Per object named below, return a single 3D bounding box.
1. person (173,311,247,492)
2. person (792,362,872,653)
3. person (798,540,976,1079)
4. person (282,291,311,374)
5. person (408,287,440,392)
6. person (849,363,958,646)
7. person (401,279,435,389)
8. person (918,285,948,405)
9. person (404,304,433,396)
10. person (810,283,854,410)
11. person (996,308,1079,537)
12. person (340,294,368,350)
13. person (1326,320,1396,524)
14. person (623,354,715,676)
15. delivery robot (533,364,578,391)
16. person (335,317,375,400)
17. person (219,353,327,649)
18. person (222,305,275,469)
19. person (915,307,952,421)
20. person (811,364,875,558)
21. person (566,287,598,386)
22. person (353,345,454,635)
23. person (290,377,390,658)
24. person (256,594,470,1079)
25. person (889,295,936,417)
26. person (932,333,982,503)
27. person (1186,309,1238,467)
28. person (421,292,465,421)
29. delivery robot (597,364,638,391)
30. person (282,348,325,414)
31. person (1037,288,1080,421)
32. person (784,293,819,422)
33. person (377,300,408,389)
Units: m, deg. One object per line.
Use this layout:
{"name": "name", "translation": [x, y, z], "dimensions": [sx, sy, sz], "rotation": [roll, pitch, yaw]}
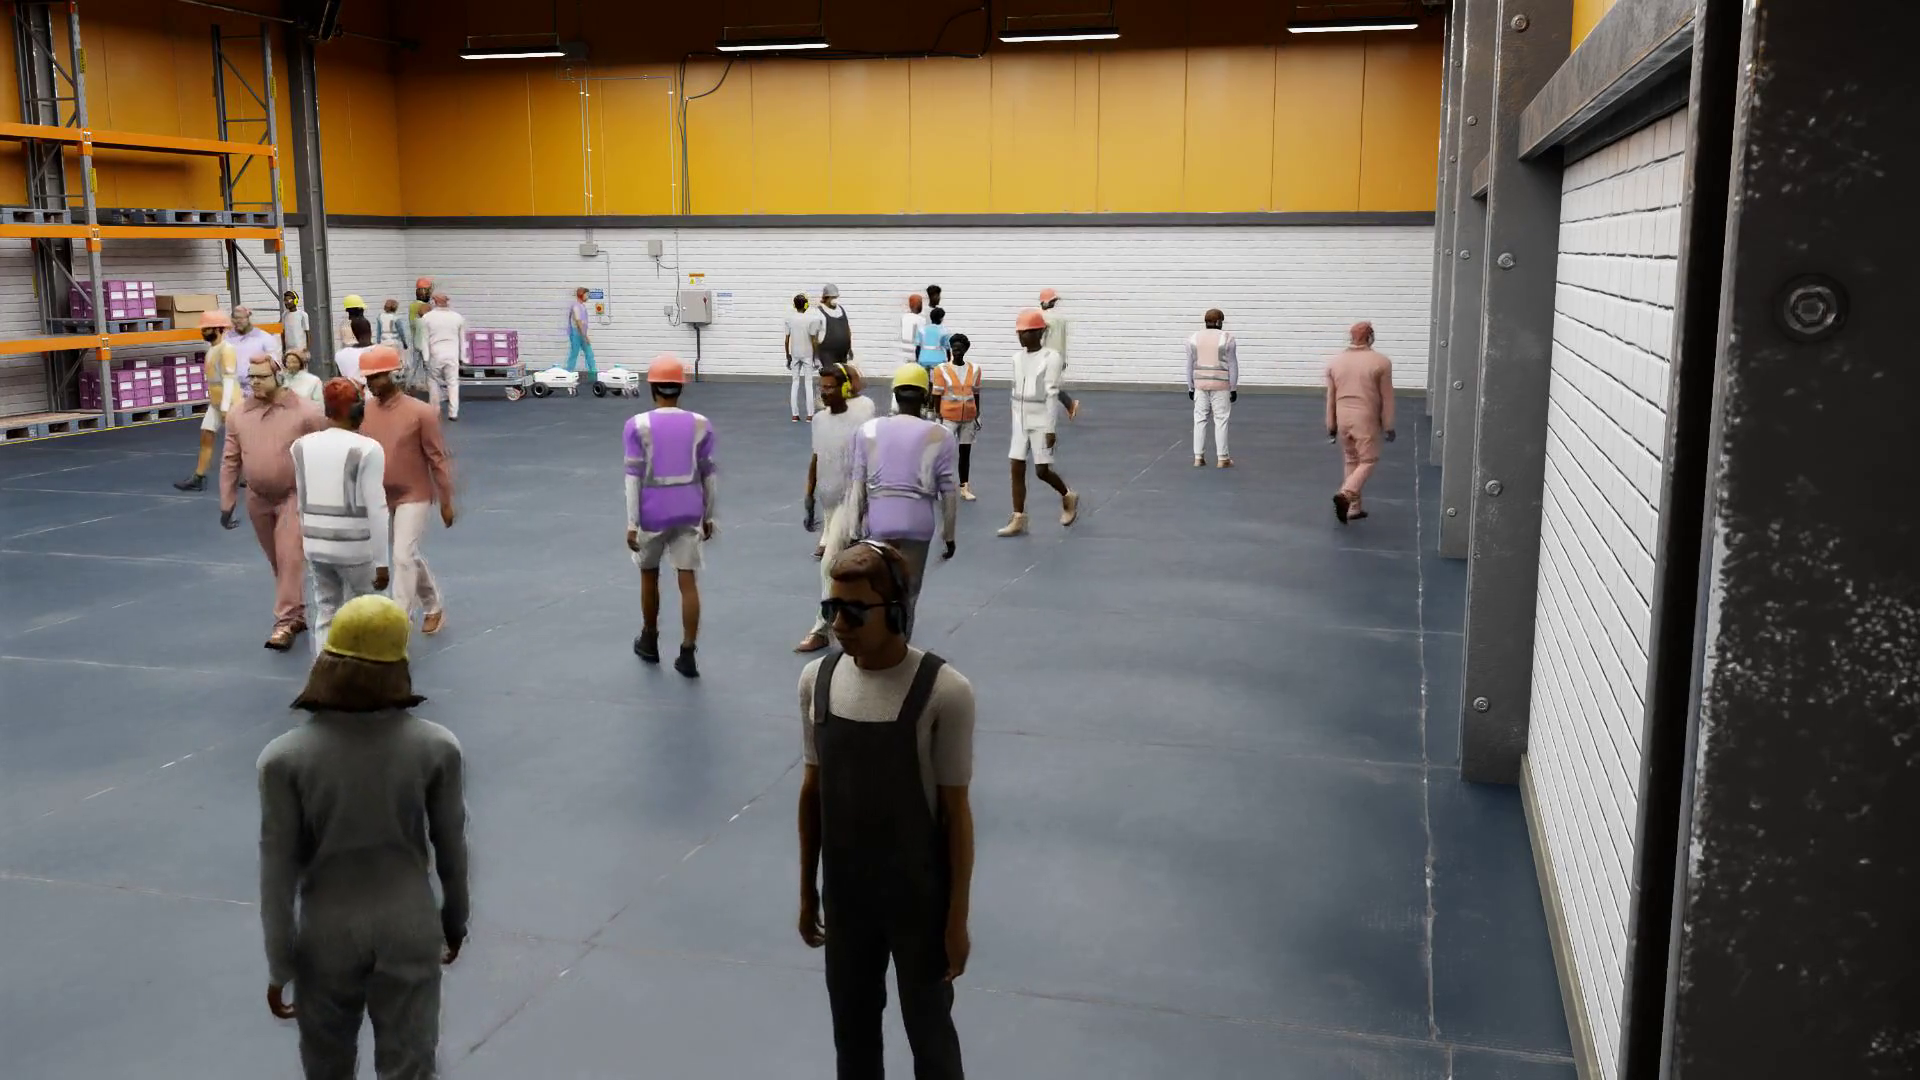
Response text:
{"name": "person", "translation": [-7.763, -1.453, 17.428], "dimensions": [0.561, 1.884, 0.980], "rotation": [9, 13, 41]}
{"name": "person", "translation": [-0.743, -0.239, 10.703], "dimensions": [0.528, 1.837, 0.918], "rotation": [9, 14, 42]}
{"name": "person", "translation": [-0.197, 0.904, 4.203], "dimensions": [0.505, 1.842, 0.346], "rotation": [5, 11, 27]}
{"name": "person", "translation": [-10.303, -2.921, 25.775], "dimensions": [0.538, 1.869, 0.313], "rotation": [4, 11, 20]}
{"name": "person", "translation": [-9.457, -3.538, 29.353], "dimensions": [0.429, 1.839, 0.634], "rotation": [-9, 14, -42]}
{"name": "person", "translation": [-0.294, -0.079, 9.613], "dimensions": [0.604, 1.883, 0.796], "rotation": [3, 10, 15]}
{"name": "person", "translation": [-9.510, -3.693, 29.873], "dimensions": [1.081, 1.972, 0.639], "rotation": [-8, 13, -38]}
{"name": "person", "translation": [-0.416, -3.087, 26.510], "dimensions": [0.614, 1.945, 0.624], "rotation": [9, 13, 40]}
{"name": "person", "translation": [-9.237, -3.262, 28.511], "dimensions": [0.574, 1.584, 0.862], "rotation": [6, 12, 31]}
{"name": "person", "translation": [-2.008, -2.972, 25.581], "dimensions": [0.682, 2.000, 0.905], "rotation": [-9, 14, -43]}
{"name": "person", "translation": [0.697, -1.039, 14.707], "dimensions": [0.797, 2.019, 0.622], "rotation": [-10, 14, -43]}
{"name": "person", "translation": [-7.862, -2.227, 21.672], "dimensions": [0.364, 1.930, 0.588], "rotation": [-2, 10, -9]}
{"name": "person", "translation": [3.641, -1.078, 15.308], "dimensions": [0.763, 1.880, 0.651], "rotation": [-10, 14, -44]}
{"name": "person", "translation": [-1.778, -0.168, 10.082], "dimensions": [0.565, 1.902, 0.848], "rotation": [-4, 11, -22]}
{"name": "delivery robot", "translation": [-6.853, -2.743, 28.224], "dimensions": [0.707, 0.478, 0.477], "rotation": [0, 10, 1]}
{"name": "person", "translation": [-5.859, -1.282, 16.567], "dimensions": [0.665, 1.862, 0.944], "rotation": [0, 10, 1]}
{"name": "person", "translation": [-4.396, -0.238, 10.587], "dimensions": [0.672, 1.866, 0.913], "rotation": [1, 10, 6]}
{"name": "person", "translation": [-8.255, -1.788, 19.337], "dimensions": [0.652, 1.888, 0.711], "rotation": [-1, 10, -5]}
{"name": "person", "translation": [-0.386, -2.587, 24.457], "dimensions": [0.540, 1.653, 0.583], "rotation": [2, 10, 12]}
{"name": "person", "translation": [-0.904, -0.659, 13.756], "dimensions": [0.500, 1.588, 0.858], "rotation": [5, 11, 28]}
{"name": "person", "translation": [-6.867, -3.716, 30.458], "dimensions": [0.899, 1.797, 0.557], "rotation": [1, 10, 7]}
{"name": "person", "translation": [-3.551, -0.277, 10.627], "dimensions": [0.614, 1.952, 0.986], "rotation": [3, 11, 17]}
{"name": "person", "translation": [-3.269, 0.070, 8.851], "dimensions": [0.616, 1.866, 0.413], "rotation": [3, 10, 16]}
{"name": "person", "translation": [-1.488, 0.977, 4.190], "dimensions": [0.501, 1.683, 0.917], "rotation": [-5, 11, -24]}
{"name": "person", "translation": [-0.705, -2.730, 24.817], "dimensions": [0.586, 1.840, 0.976], "rotation": [9, 13, 42]}
{"name": "person", "translation": [-0.025, -1.220, 16.621], "dimensions": [0.536, 1.699, 0.322], "rotation": [-4, 11, -23]}
{"name": "person", "translation": [2.933, -1.757, 19.286], "dimensions": [0.621, 1.837, 0.429], "rotation": [5, 11, 28]}
{"name": "person", "translation": [-7.631, -2.695, 24.467], "dimensions": [0.666, 1.877, 0.800], "rotation": [-6, 12, -32]}
{"name": "delivery robot", "translation": [-5.790, -2.729, 28.144], "dimensions": [0.707, 0.478, 0.477], "rotation": [6, 12, 31]}
{"name": "person", "translation": [-6.370, -1.064, 16.058], "dimensions": [0.532, 1.588, 0.865], "rotation": [0, 10, -2]}
{"name": "person", "translation": [1.370, -2.621, 23.810], "dimensions": [0.835, 1.963, 0.622], "rotation": [7, 12, 35]}
{"name": "person", "translation": [-2.299, -2.654, 24.264], "dimensions": [0.508, 1.872, 0.329], "rotation": [2, 10, 13]}
{"name": "person", "translation": [-10.198, -3.491, 29.734], "dimensions": [0.613, 1.608, 0.380], "rotation": [4, 11, 21]}
